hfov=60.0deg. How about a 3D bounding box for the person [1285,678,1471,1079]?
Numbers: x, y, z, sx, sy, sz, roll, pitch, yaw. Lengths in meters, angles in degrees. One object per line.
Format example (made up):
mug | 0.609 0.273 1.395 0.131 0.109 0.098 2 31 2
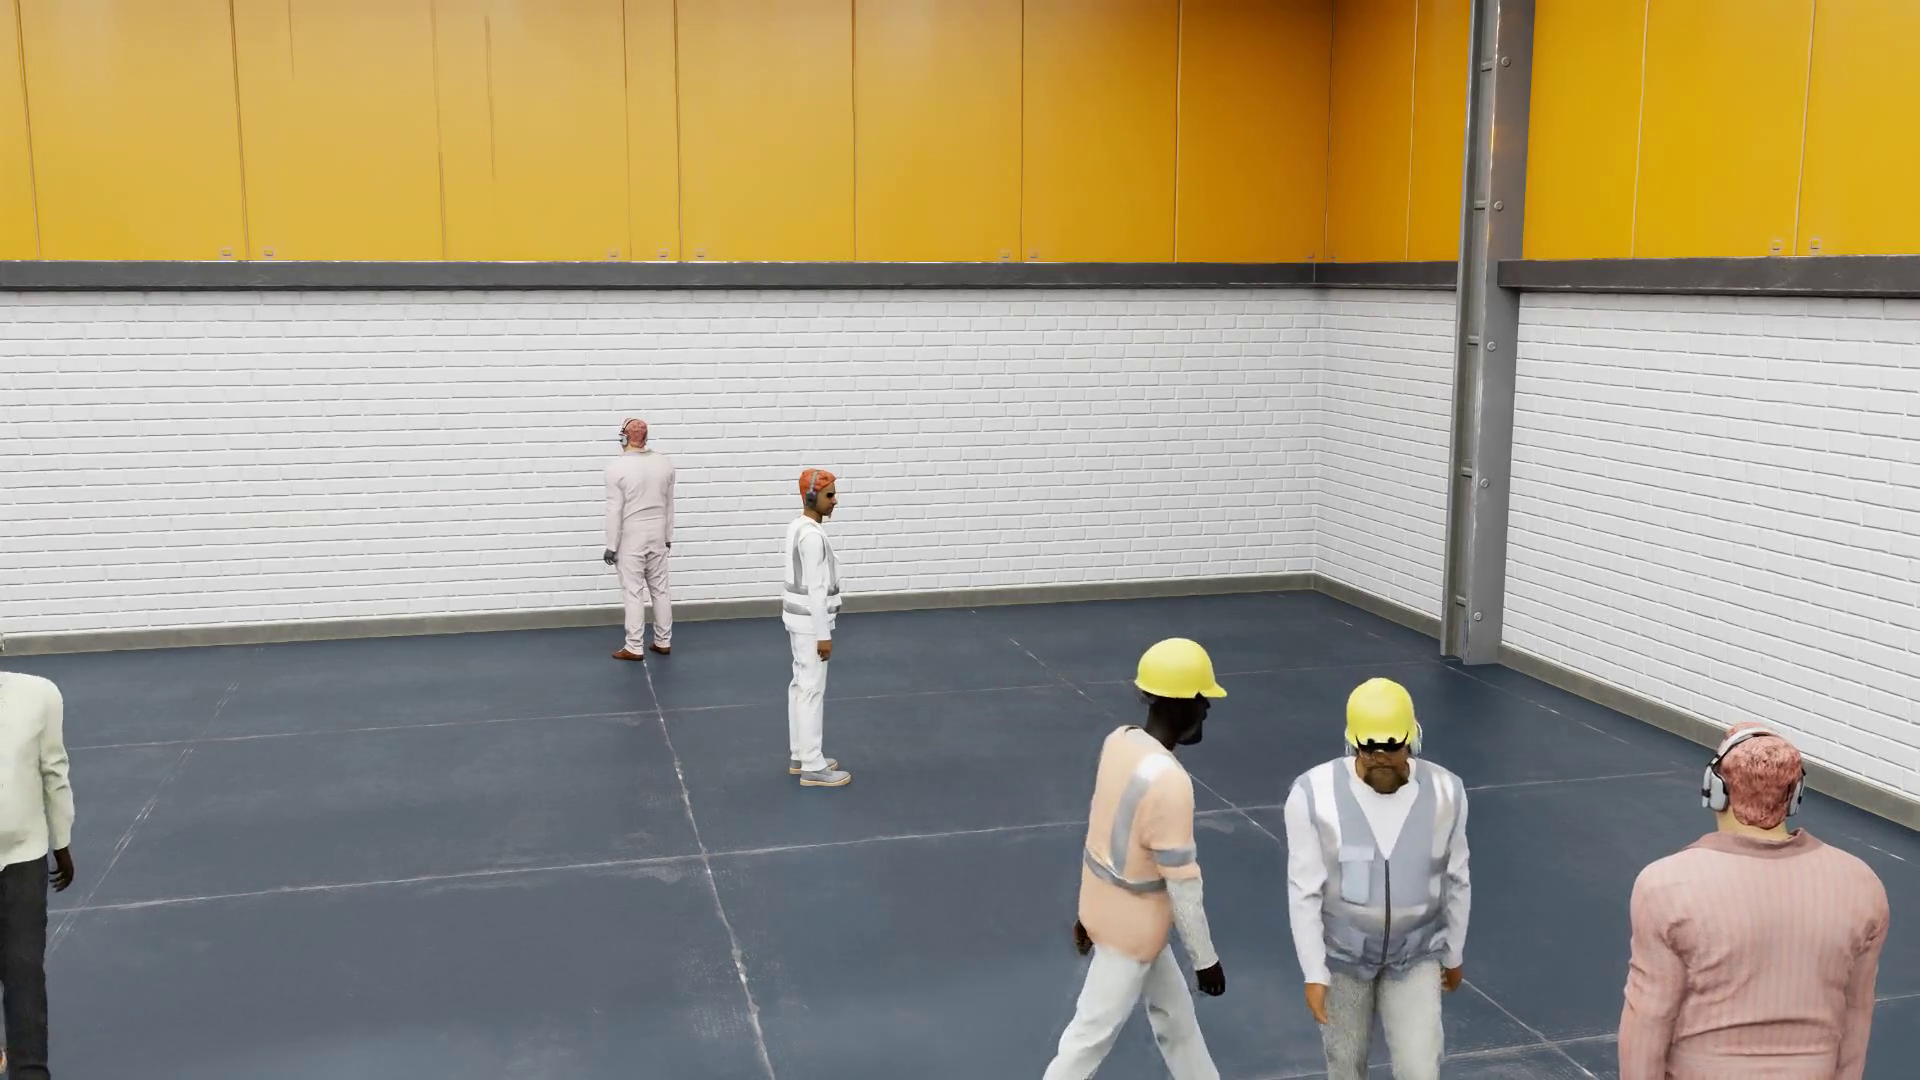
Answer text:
person | 1.312 1.308 5.198 0.599 1.798 0.693 1 9 5

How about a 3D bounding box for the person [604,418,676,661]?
person | -2.536 -0.006 13.079 0.401 1.909 0.644 8 12 43

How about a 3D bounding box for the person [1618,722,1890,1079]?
person | 1.978 1.405 4.266 0.640 1.910 0.401 0 9 -1

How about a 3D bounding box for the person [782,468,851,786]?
person | -0.873 0.513 9.906 0.358 1.885 0.572 -2 9 -15

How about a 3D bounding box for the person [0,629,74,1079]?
person | -3.543 1.112 5.989 0.639 1.948 1.031 -6 11 -33

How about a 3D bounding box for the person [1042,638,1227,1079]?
person | 0.630 1.237 5.429 1.018 1.862 0.587 -1 9 -7
